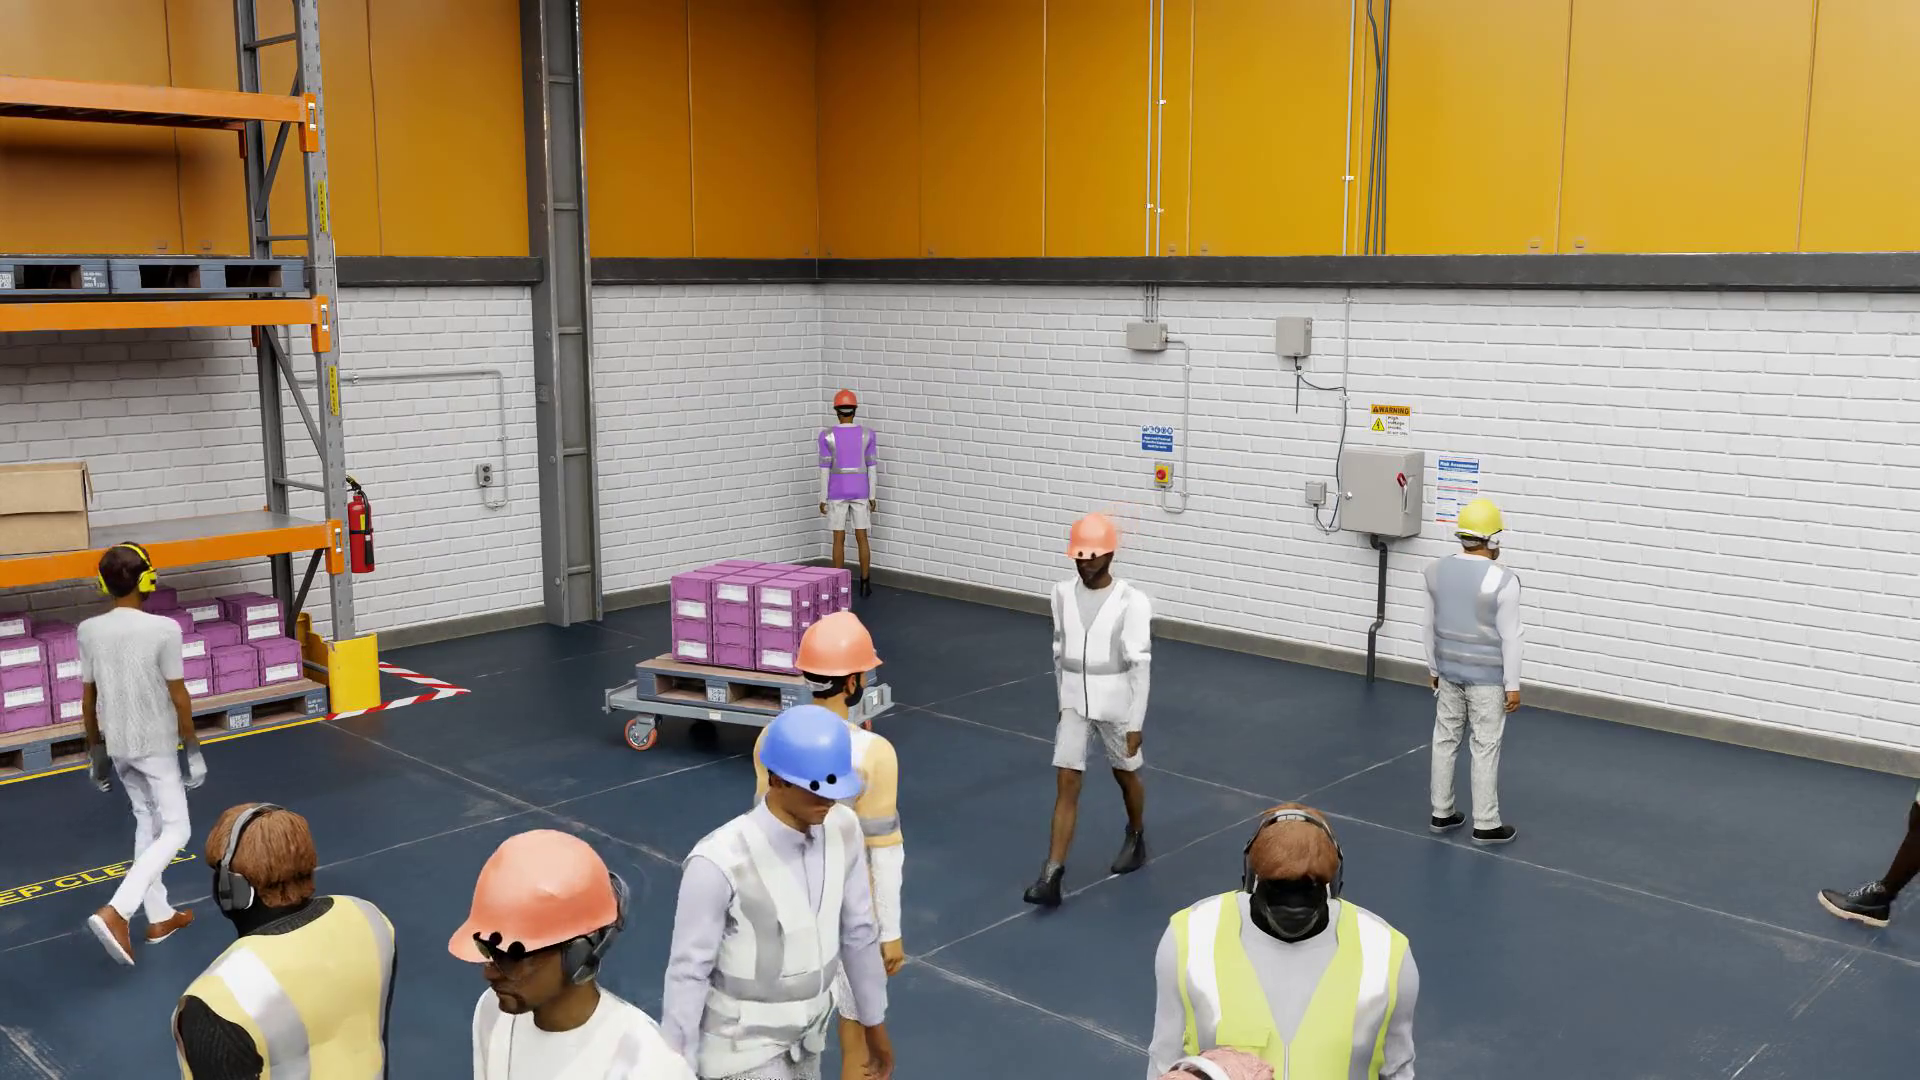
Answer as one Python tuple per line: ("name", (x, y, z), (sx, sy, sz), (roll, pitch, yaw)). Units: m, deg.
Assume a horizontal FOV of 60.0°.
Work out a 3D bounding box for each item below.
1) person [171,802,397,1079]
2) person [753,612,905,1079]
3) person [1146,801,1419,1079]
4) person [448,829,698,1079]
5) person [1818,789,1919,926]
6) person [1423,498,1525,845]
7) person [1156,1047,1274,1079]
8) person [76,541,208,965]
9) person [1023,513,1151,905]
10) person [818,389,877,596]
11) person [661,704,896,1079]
("person", (-1.553, 1.499, 3.844), (0.428, 1.842, 0.631), (3, 10, 15))
("person", (-0.405, 1.192, 5.430), (0.547, 1.939, 0.376), (6, 11, 32))
("person", (0.737, 1.499, 3.862), (0.621, 1.838, 0.429), (1, 9, 7))
("person", (-0.728, 1.511, 3.335), (1.068, 1.991, 0.611), (-9, 13, -42))
("person", (4.542, 0.875, 7.463), (1.024, 1.911, 0.626), (7, 11, 36))
("person", (2.731, 0.690, 8.816), (0.403, 1.837, 0.591), (-7, 12, -37))
("person", (0.370, 1.682, 2.521), (0.410, 1.909, 0.643), (-7, 12, -37))
("person", (-3.616, 0.935, 7.292), (0.527, 1.848, 0.680), (2, 9, 12))
("person", (0.664, 0.797, 8.050), (0.568, 1.871, 1.075), (5, 11, 28))
("person", (-1.039, -0.426, 15.382), (0.542, 1.929, 0.368), (-2, 9, -12))
("person", (-0.486, 1.358, 4.522), (0.517, 1.914, 0.630), (6, 11, 31))
